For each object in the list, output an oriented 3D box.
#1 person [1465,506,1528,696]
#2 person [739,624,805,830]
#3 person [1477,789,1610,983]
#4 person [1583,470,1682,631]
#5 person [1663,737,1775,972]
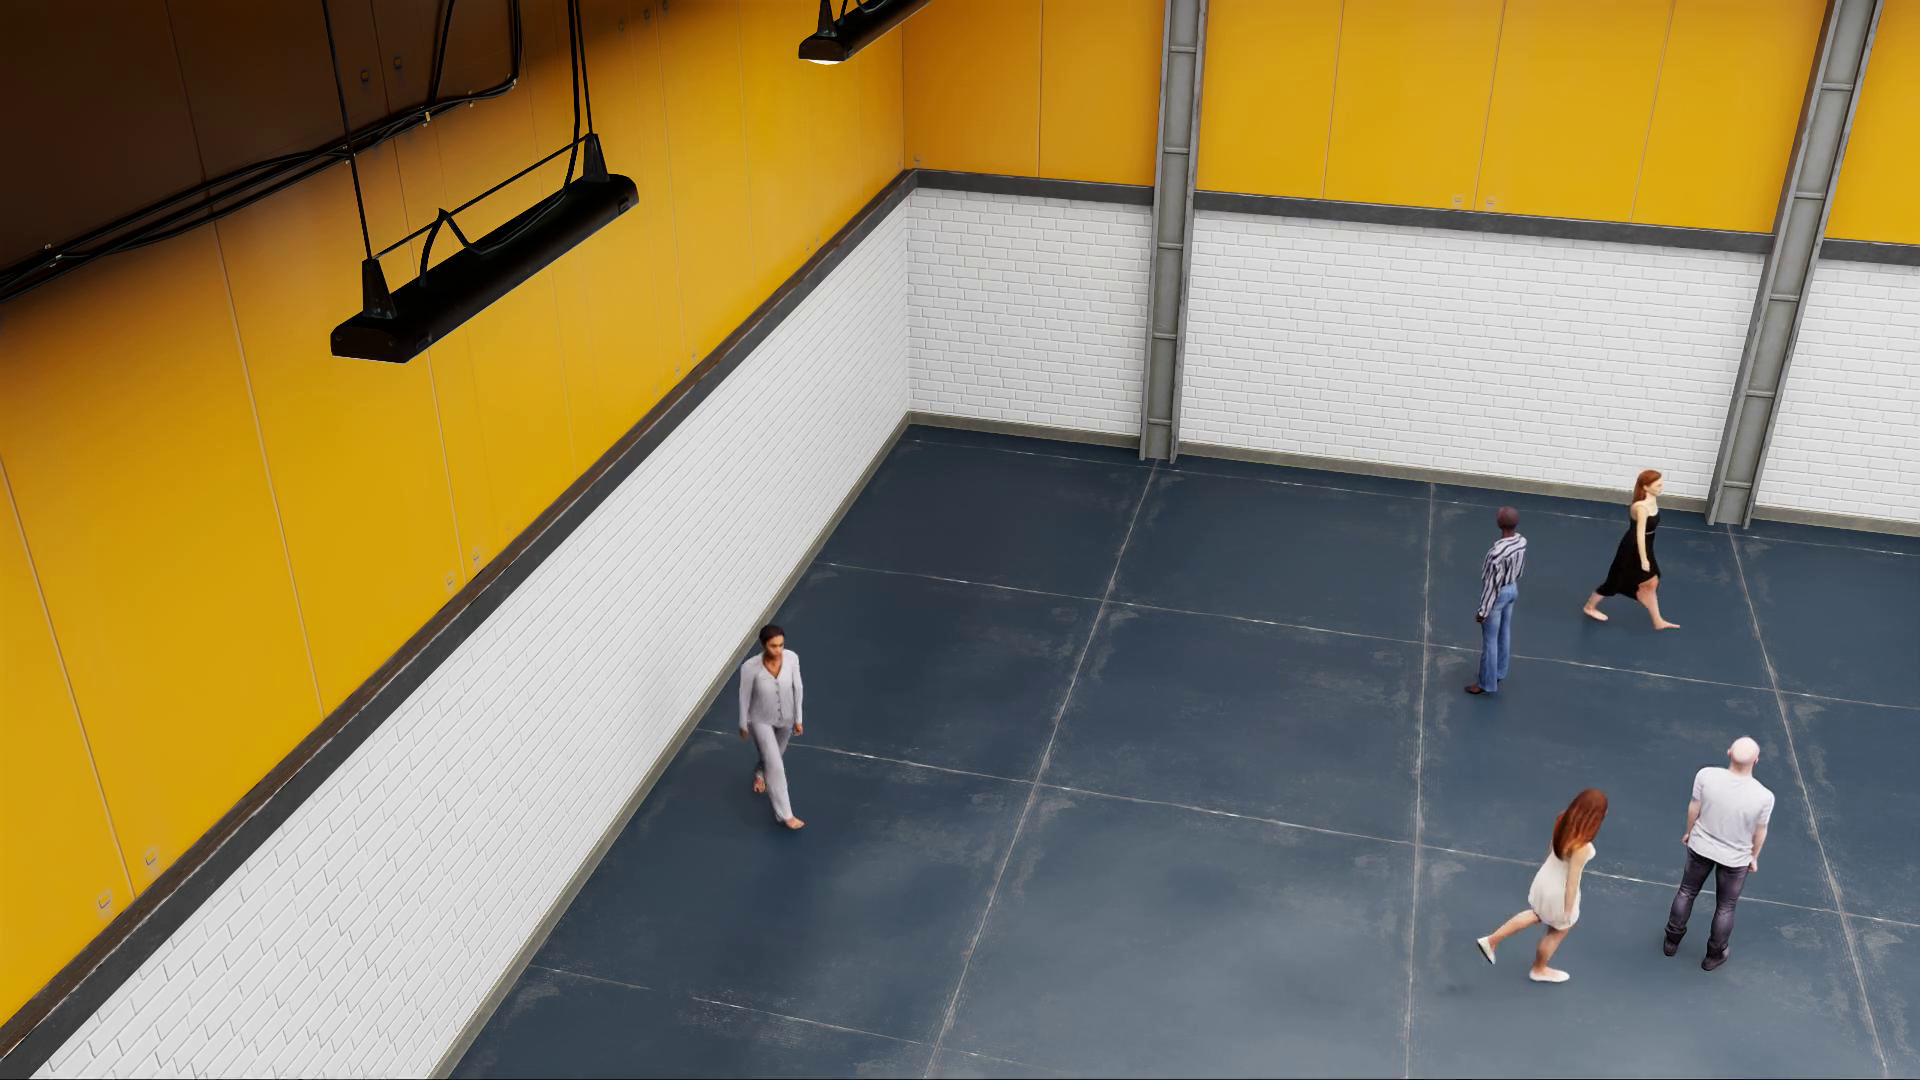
[{"bbox_3d":[4.612,0.522,14.234,0.699,1.793,0.705,-25,38,-38],"label":"person"},{"bbox_3d":[-1.494,1.344,12.830,1.057,1.696,1.134,-13,31,-22],"label":"person"},{"bbox_3d":[3.892,2.322,11.046,0.952,1.686,0.735,-3,29,-6],"label":"person"},{"bbox_3d":[6.092,0.094,15.243,1.155,1.579,0.892,23,36,35],"label":"person"},{"bbox_3d":[5.146,2.111,11.281,0.666,1.833,0.801,21,35,33],"label":"person"}]
